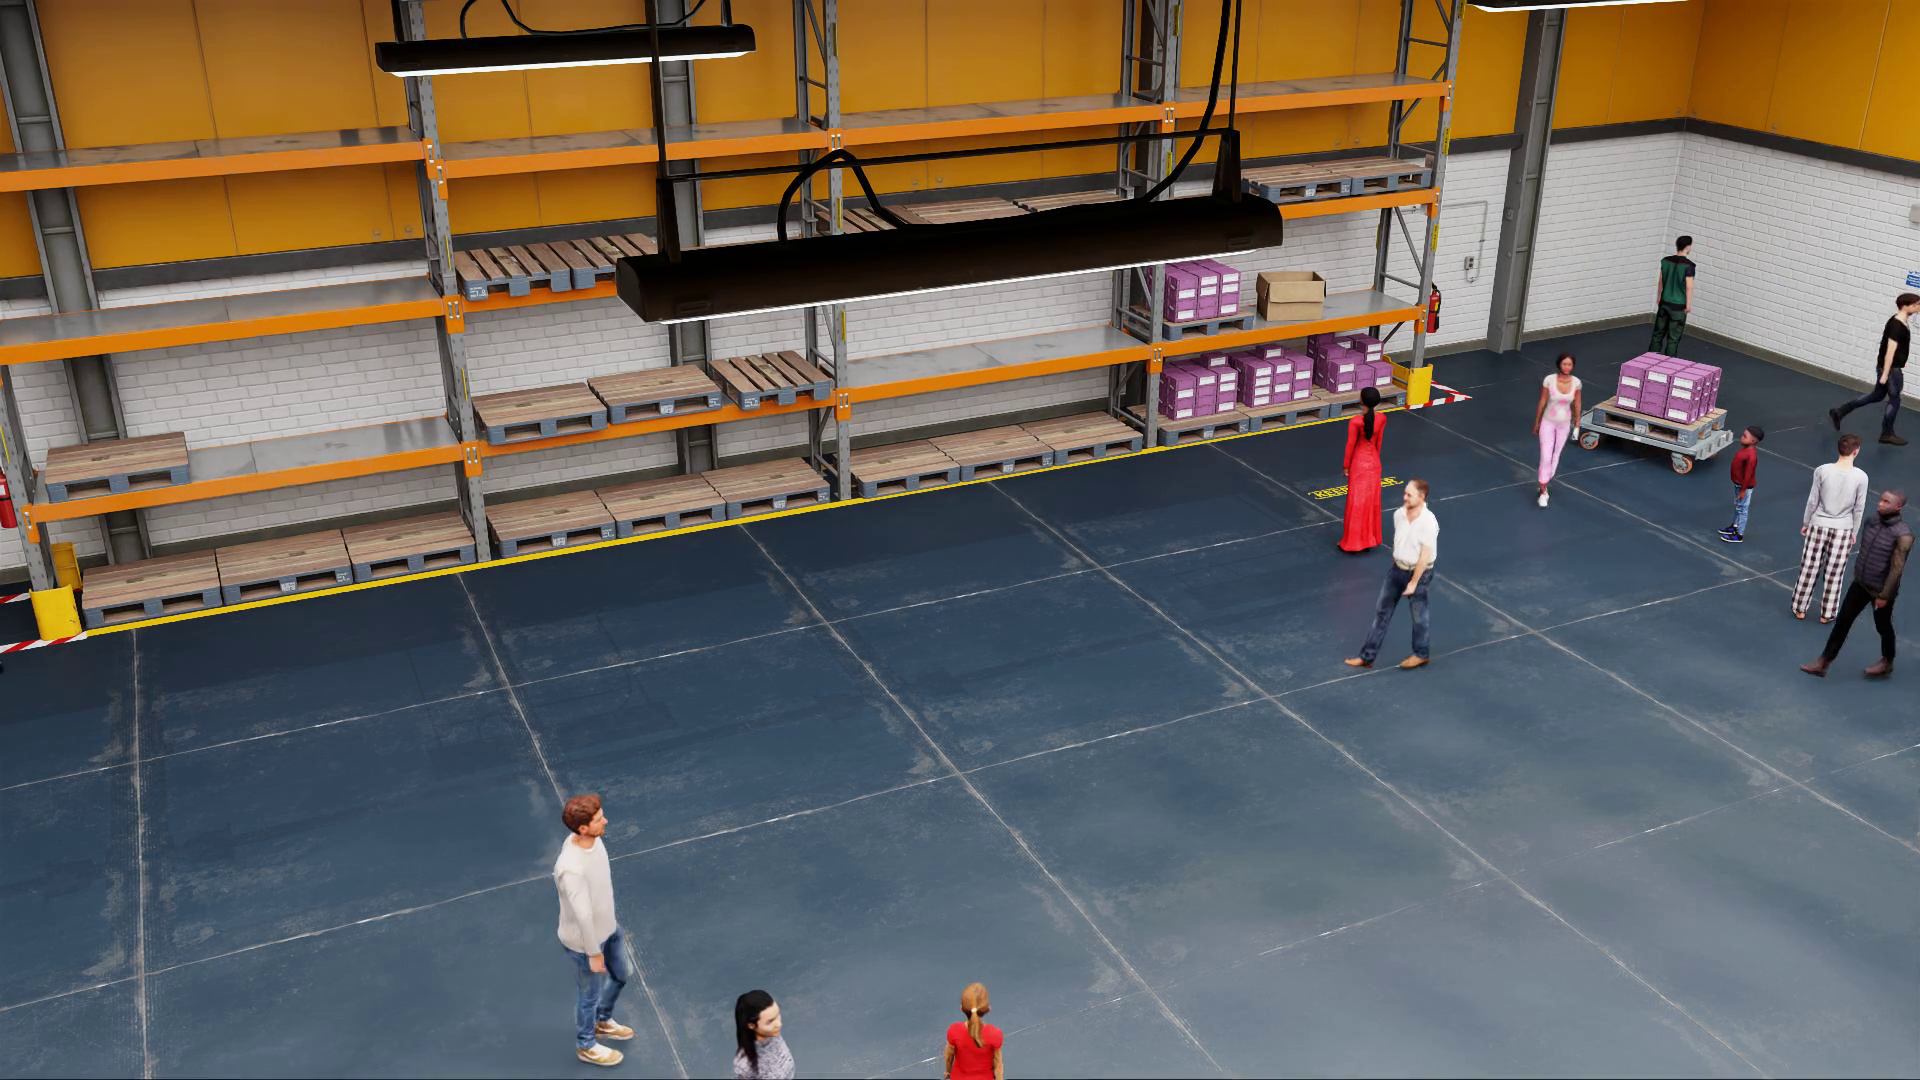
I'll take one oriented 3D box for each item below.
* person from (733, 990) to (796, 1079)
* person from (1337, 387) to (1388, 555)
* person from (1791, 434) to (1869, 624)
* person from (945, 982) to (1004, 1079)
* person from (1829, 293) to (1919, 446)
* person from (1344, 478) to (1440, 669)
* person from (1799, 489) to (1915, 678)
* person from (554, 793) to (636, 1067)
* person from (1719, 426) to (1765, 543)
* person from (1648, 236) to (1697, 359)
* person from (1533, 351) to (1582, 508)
[{"bbox_3d":[-1.015,3.037,8.577,0.732,1.732,0.682,7,25,16],"label":"person"},{"bbox_3d":[4.152,-0.717,17.100,0.564,1.784,0.687,-12,26,-25],"label":"person"},{"bbox_3d":[8.188,-0.112,15.639,0.714,1.846,0.734,13,27,28],"label":"person"},{"bbox_3d":[0.067,3.046,9.113,0.855,1.286,0.811,2,24,4],"label":"person"},{"bbox_3d":[11.136,-2.076,20.109,1.179,1.865,1.156,11,26,23],"label":"person"},{"bbox_3d":[4.057,0.324,14.681,1.081,1.816,0.708,-12,26,-25],"label":"person"},{"bbox_3d":[8.051,0.421,14.489,1.218,1.790,0.882,-5,24,-12],"label":"person"},{"bbox_3d":[-2.303,2.349,9.958,0.793,1.888,0.781,3,24,6],"label":"person"},{"bbox_3d":[8.264,-0.606,17.506,0.630,1.255,0.578,6,24,14],"label":"person"},{"bbox_3d":[9.717,-3.210,22.658,0.596,1.901,0.696,-13,27,-28],"label":"person"},{"bbox_3d":[6.591,-1.276,18.457,0.915,1.723,0.917,2,24,6],"label":"person"}]
